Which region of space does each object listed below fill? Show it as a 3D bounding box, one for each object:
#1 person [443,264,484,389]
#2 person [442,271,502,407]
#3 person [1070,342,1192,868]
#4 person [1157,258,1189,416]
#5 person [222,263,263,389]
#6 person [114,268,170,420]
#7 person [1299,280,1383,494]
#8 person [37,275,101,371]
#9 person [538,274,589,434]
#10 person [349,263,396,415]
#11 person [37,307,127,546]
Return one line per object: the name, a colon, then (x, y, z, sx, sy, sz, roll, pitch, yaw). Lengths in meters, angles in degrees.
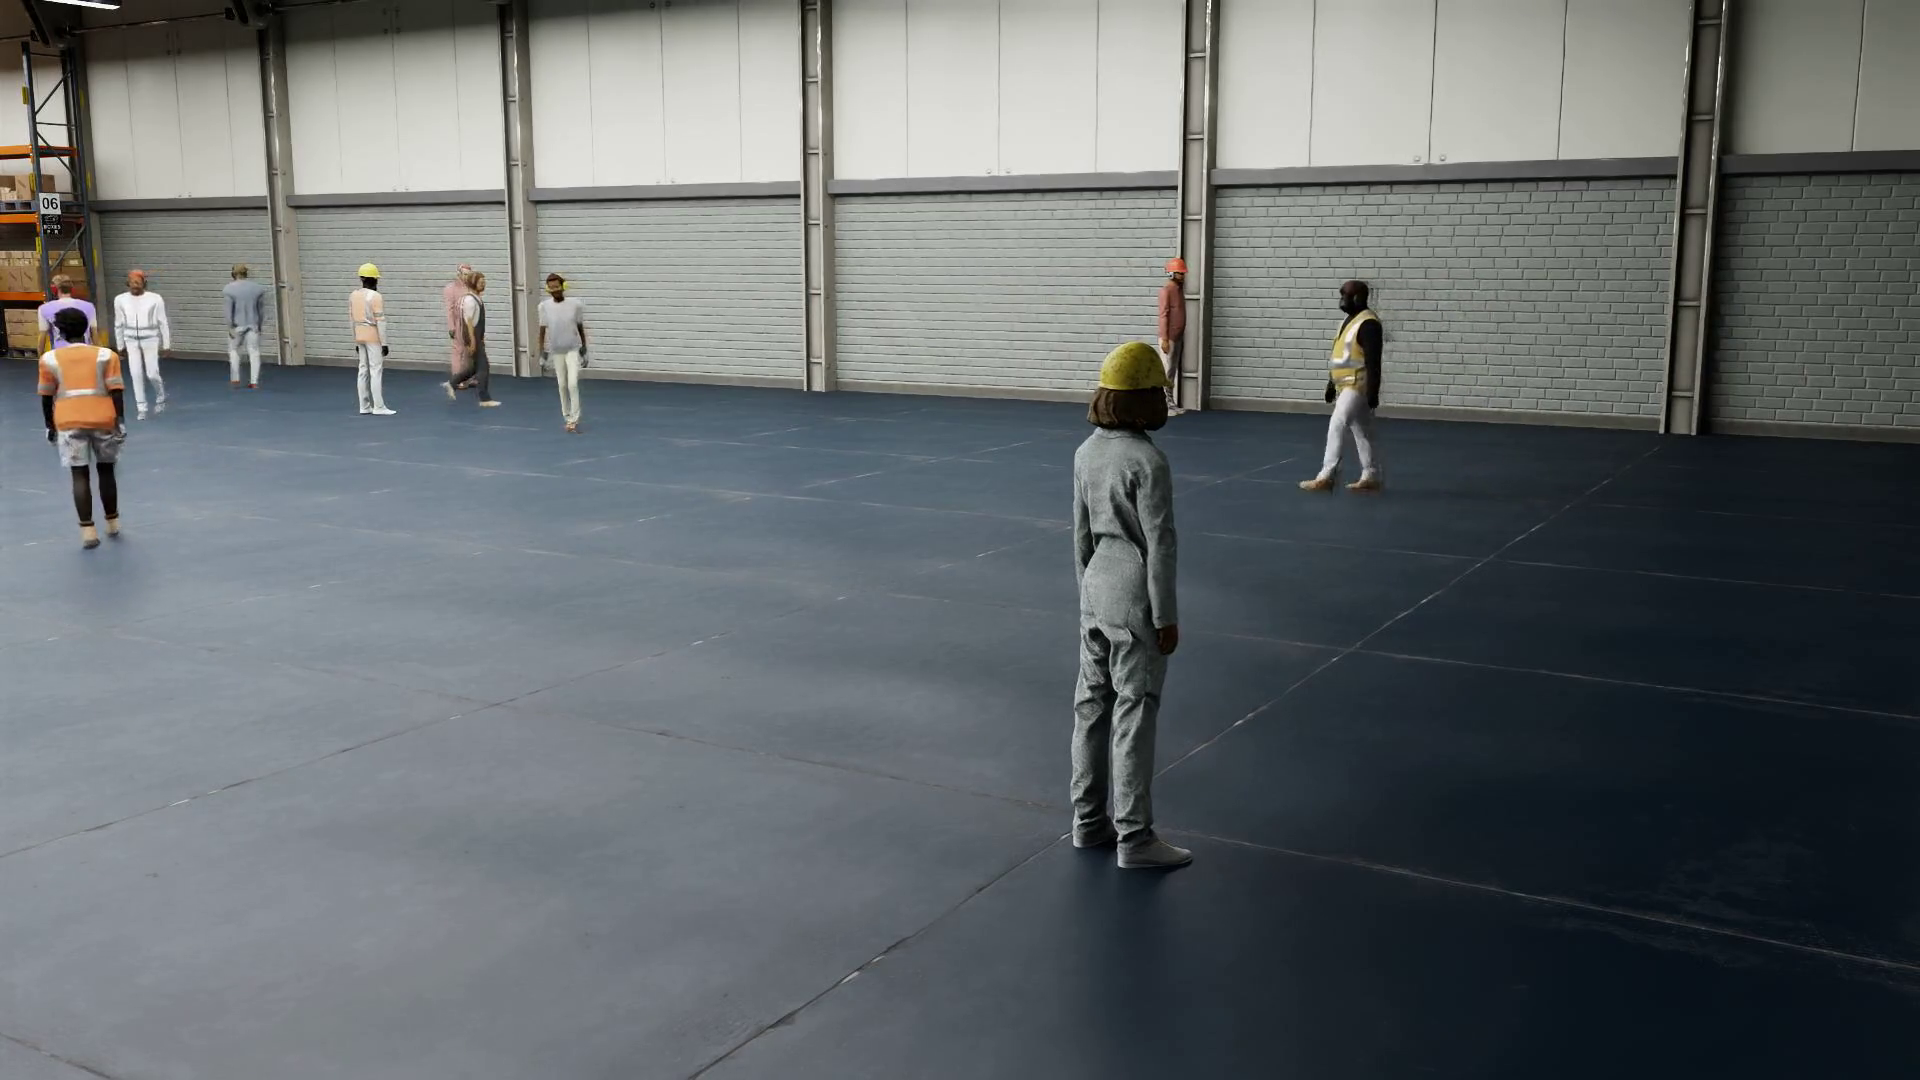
person: (-7.547, -3.255, 25.408, 0.407, 1.903, 0.639, 6, 12, 33)
person: (-6.564, -2.678, 22.254, 0.686, 1.827, 0.534, -2, 10, -12)
person: (0.563, 0.216, 5.547, 0.294, 1.744, 0.486, -6, 11, -31)
person: (2.713, -2.583, 21.193, 0.393, 1.995, 0.612, 5, 11, 27)
person: (-10.967, -3.258, 25.415, 0.645, 1.909, 0.807, -9, 14, -44)
person: (-10.133, -2.423, 20.615, 0.601, 1.869, 0.451, -2, 10, -11)
person: (3.236, -1.292, 14.166, 0.845, 1.808, 0.646, 0, 10, -2)
person: (-9.767, -1.979, 18.177, 0.881, 1.807, 0.601, 9, 13, 42)
person: (-4.536, -2.121, 19.010, 0.540, 1.815, 0.809, -1, 10, -5)
person: (-7.500, -2.547, 21.184, 0.594, 1.926, 0.366, 6, 11, 31)
person: (-6.160, -0.802, 11.705, 0.550, 1.654, 0.728, -5, 11, -26)
